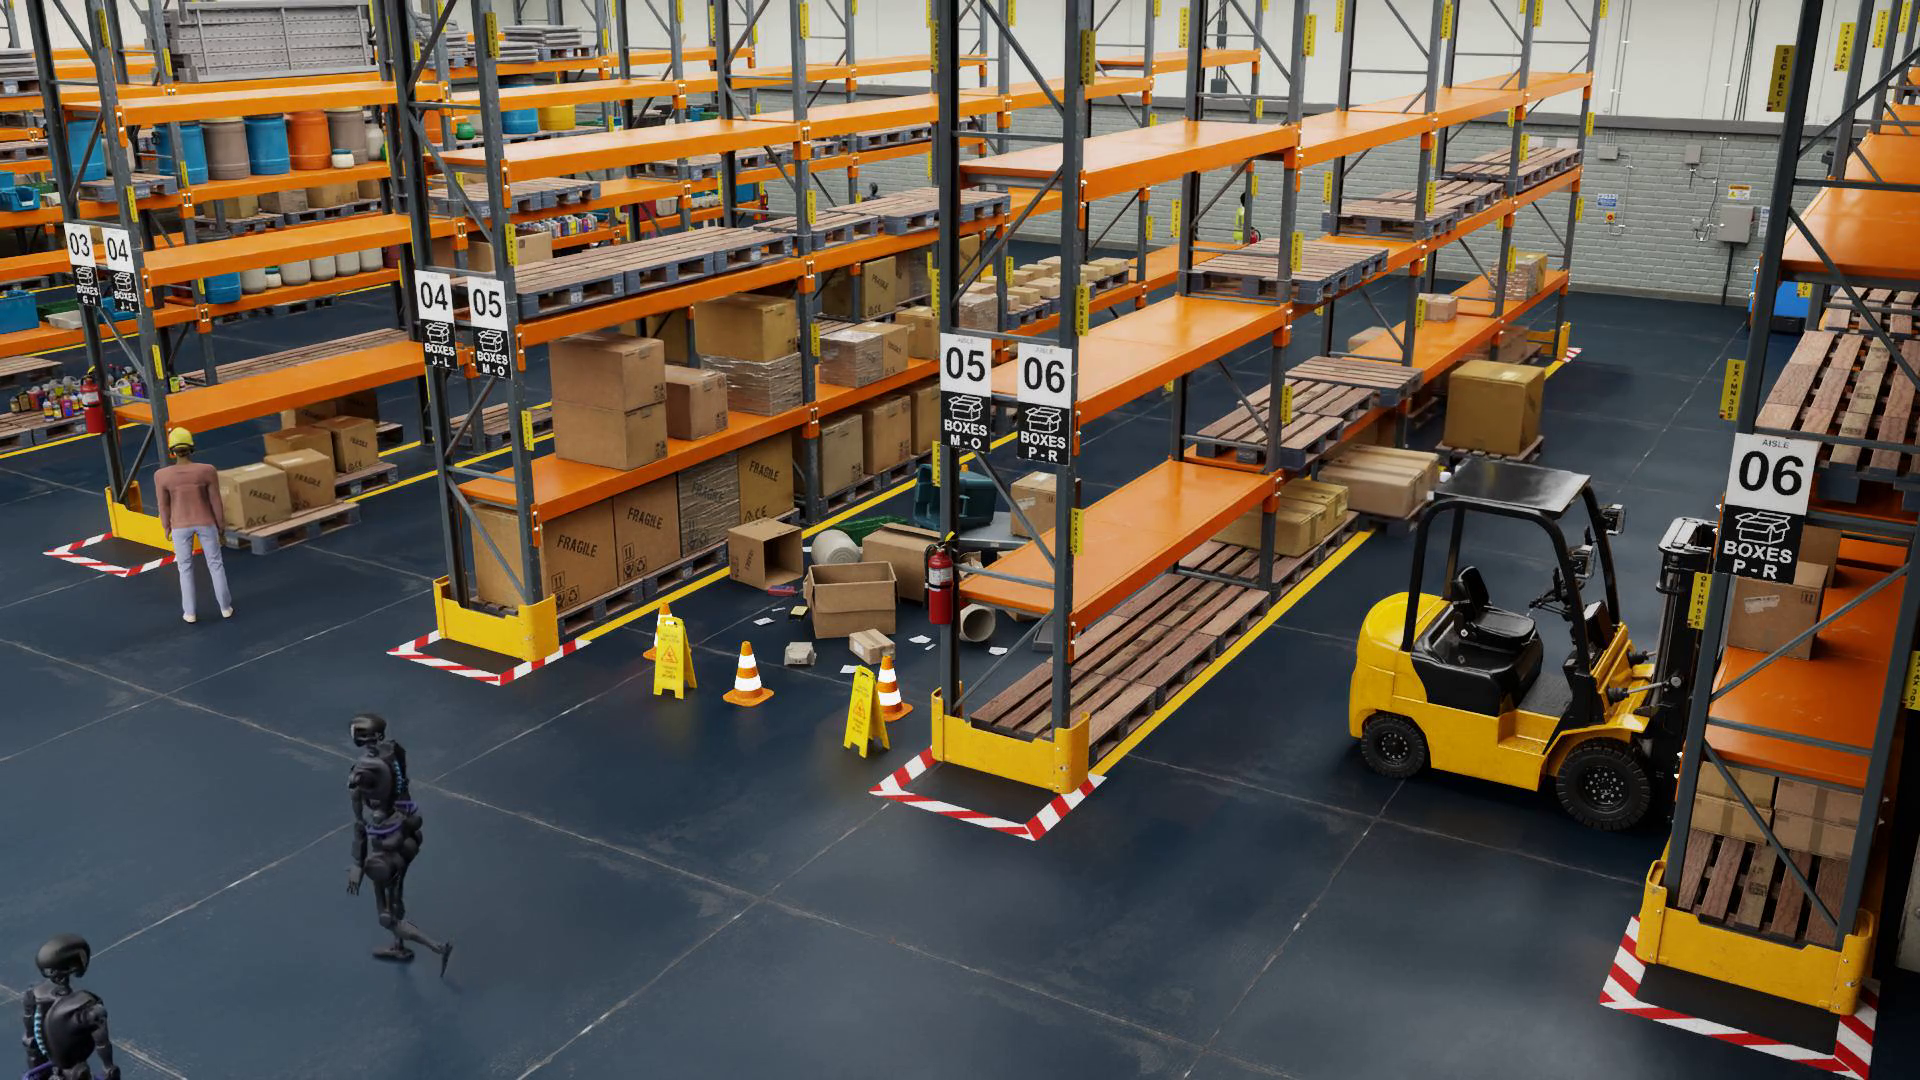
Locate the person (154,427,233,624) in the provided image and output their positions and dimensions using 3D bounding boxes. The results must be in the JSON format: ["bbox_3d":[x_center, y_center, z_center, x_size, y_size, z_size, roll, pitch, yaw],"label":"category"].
[{"bbox_3d":[-6.793,-0.135,14.731,0.519,1.758,0.339,-9,21,-24],"label":"person"}]

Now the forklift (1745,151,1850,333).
[{"bbox_3d":[13.620,-4.667,26.137,1.873,2.768,1.129,11,22,29],"label":"forklift"}]

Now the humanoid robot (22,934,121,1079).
[{"bbox_3d":[-3.904,2.487,7.284,0.600,1.644,0.428,8,21,23],"label":"humanoid robot"}]

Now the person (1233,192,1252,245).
[{"bbox_3d":[5.157,-5.510,30.373,0.319,1.687,0.537,-2,19,-4],"label":"person"}]

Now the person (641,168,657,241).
[{"bbox_3d":[-6.463,-6.854,34.127,0.537,1.762,0.602,-2,19,-4],"label":"person"}]

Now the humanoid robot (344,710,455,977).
[{"bbox_3d":[-3.191,1.722,9.495,0.624,1.635,0.599,4,19,11],"label":"humanoid robot"}]

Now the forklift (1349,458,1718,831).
[{"bbox_3d":[3.988,0.658,11.776,2.313,2.155,1.214,11,22,29],"label":"forklift"}]

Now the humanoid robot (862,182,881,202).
[{"bbox_3d":[-1.676,-6.102,32.152,0.612,1.645,0.693,-9,21,-25],"label":"humanoid robot"}]

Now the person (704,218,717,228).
[{"bbox_3d":[-5.241,-7.062,34.863,0.489,1.688,0.351,-6,20,-18],"label":"person"}]
